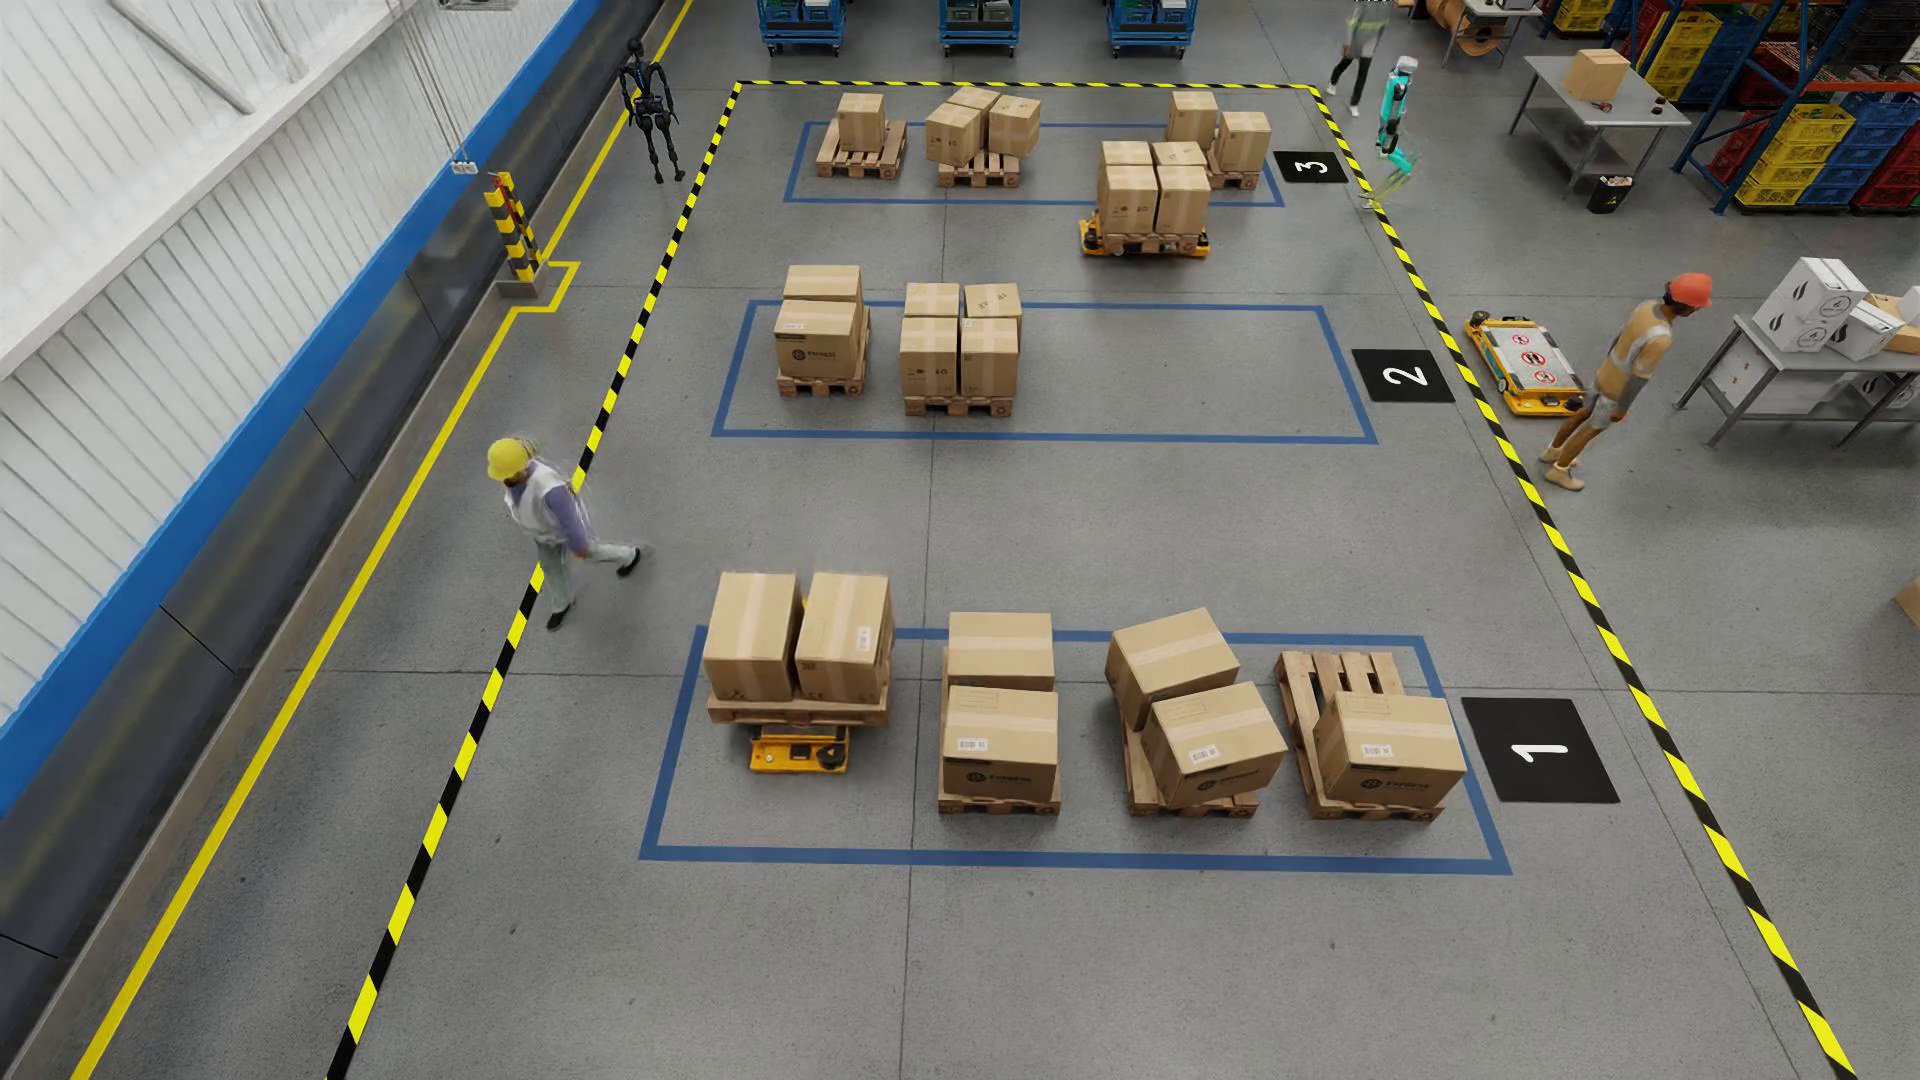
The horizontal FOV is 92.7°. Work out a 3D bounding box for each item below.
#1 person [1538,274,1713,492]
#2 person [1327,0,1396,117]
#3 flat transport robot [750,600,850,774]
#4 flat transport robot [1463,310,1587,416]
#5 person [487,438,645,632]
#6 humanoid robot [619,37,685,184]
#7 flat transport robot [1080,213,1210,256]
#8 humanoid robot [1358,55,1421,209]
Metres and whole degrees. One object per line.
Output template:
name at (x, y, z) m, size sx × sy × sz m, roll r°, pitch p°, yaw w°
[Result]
person at (5.393, -1.271, 7.462) m, size 0.389 × 2.040 × 0.613 m, roll 12°, pitch 50°, yaw 10°
person at (5.449, -6.838, 12.432) m, size 0.588 × 1.816 × 0.883 m, roll 0°, pitch 49°, yaw 0°
flat transport robot at (-1.091, 0.995, 6.654) m, size 0.652 × 0.197 × 1.431 m, roll 1°, pitch 49°, yaw 1°
flat transport robot at (5.573, -1.757, 9.054) m, size 0.659 × 0.231 × 1.431 m, roll 1°, pitch 49°, yaw 1°
person at (-2.900, -0.157, 6.666) m, size 0.615 × 1.792 × 0.885 m, roll 23°, pitch 53°, yaw 19°
humanoid robot at (-3.737, -5.169, 11.067) m, size 0.599 × 1.655 × 0.315 m, roll -7°, pitch 50°, yaw -6°
flat transport robot at (2.128, -3.555, 10.592) m, size 1.431 × 0.197 × 0.652 m, roll 1°, pitch 49°, yaw 1°
humanoid robot at (5.049, -4.604, 10.458) m, size 0.735 × 1.677 × 0.533 m, roll 9°, pitch 50°, yaw 8°
